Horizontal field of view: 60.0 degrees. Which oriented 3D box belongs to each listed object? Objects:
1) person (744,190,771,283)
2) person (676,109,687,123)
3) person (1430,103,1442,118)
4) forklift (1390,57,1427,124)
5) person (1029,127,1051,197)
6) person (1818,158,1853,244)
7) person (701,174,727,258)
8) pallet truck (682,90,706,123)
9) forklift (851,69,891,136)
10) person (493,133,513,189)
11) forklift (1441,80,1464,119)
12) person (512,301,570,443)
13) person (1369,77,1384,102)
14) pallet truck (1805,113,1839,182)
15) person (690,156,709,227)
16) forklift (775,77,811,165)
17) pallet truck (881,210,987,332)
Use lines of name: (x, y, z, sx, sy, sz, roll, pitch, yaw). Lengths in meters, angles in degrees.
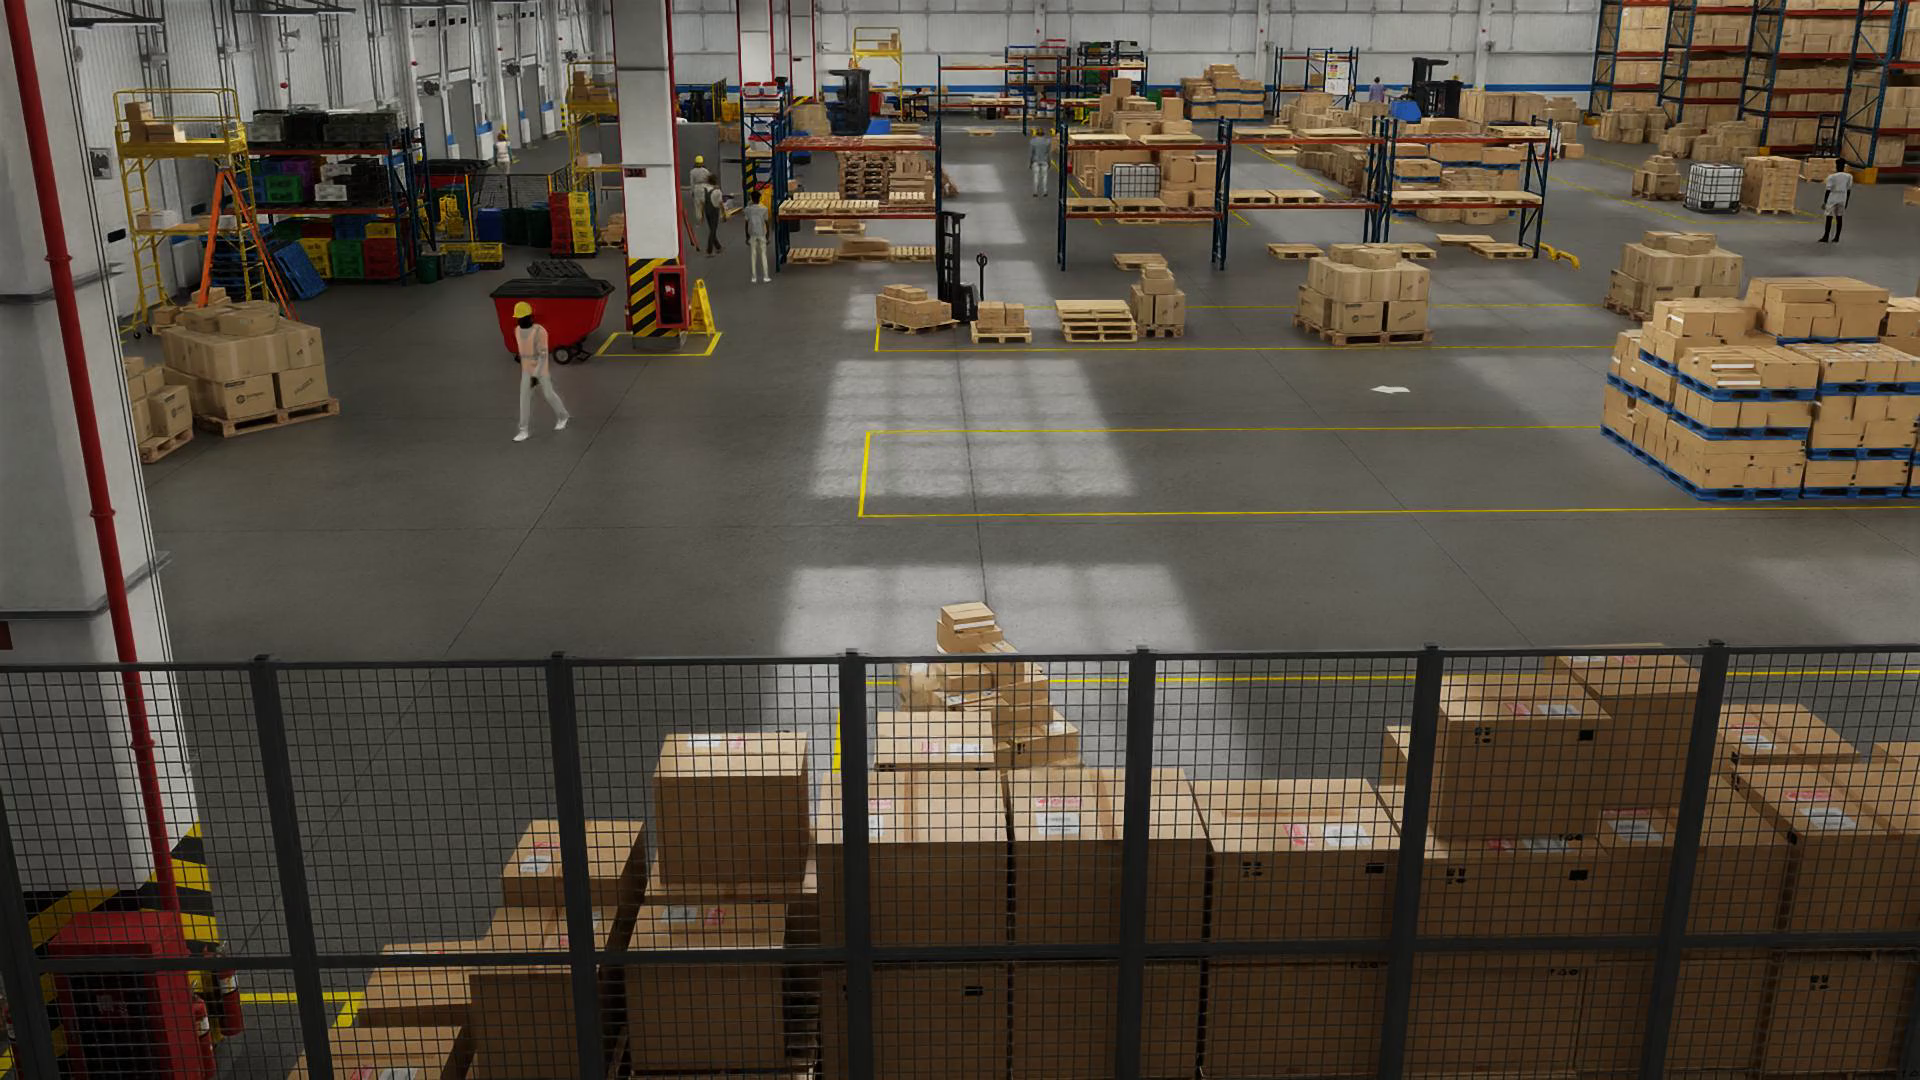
person: (-4.088, -6.137, 33.636, 0.508, 1.872, 0.329, 0, 19, -1)
person: (-9.149, -13.129, 54.353, 0.573, 1.887, 0.356, 0, 19, -1)
person: (15.817, -13.449, 55.135, 0.608, 1.995, 0.377, 0, 19, -1)
forklift: (18.896, -18.497, 68.744, 1.873, 2.768, 1.129, -1, 19, -1)
person: (2.260, -10.639, 46.886, 0.629, 1.940, 0.373, 0, 19, -1)
person: (20.361, -7.878, 38.661, 0.602, 1.960, 0.368, 0, 19, -1)
person: (-5.440, -7.202, 36.906, 0.516, 1.794, 0.936, 10, 21, 27)
pallet truck: (-9.671, -15.907, 62.421, 0.823, 1.965, 1.885, 5, 19, 15)
forklift: (-3.532, -15.488, 59.817, 1.873, 2.768, 1.129, -10, 21, -27)
person: (-13.398, -11.131, 48.839, 0.534, 1.623, 0.537, -2, 19, -7)
forklift: (15.644, -13.239, 53.146, 1.873, 2.768, 1.129, -1, 19, -1)
person: (-5.661, -2.307, 22.291, 0.570, 1.869, 1.030, 8, 20, 22)
person: (17.786, -18.820, 71.156, 0.629, 1.940, 0.373, 0, 19, -1)
pallet truck: (26.403, -11.957, 50.702, 0.823, 1.965, 1.885, 6, 19, 16)
person: (-6.433, -8.646, 41.274, 0.484, 1.744, 0.295, 0, 19, -1)
forklift: (-5.920, -13.893, 55.085, 1.873, 2.768, 1.129, -1, 19, -1)
pallet truck: (-0.493, -4.759, 29.349, 1.885, 1.965, 0.823, -13, 23, -34)
